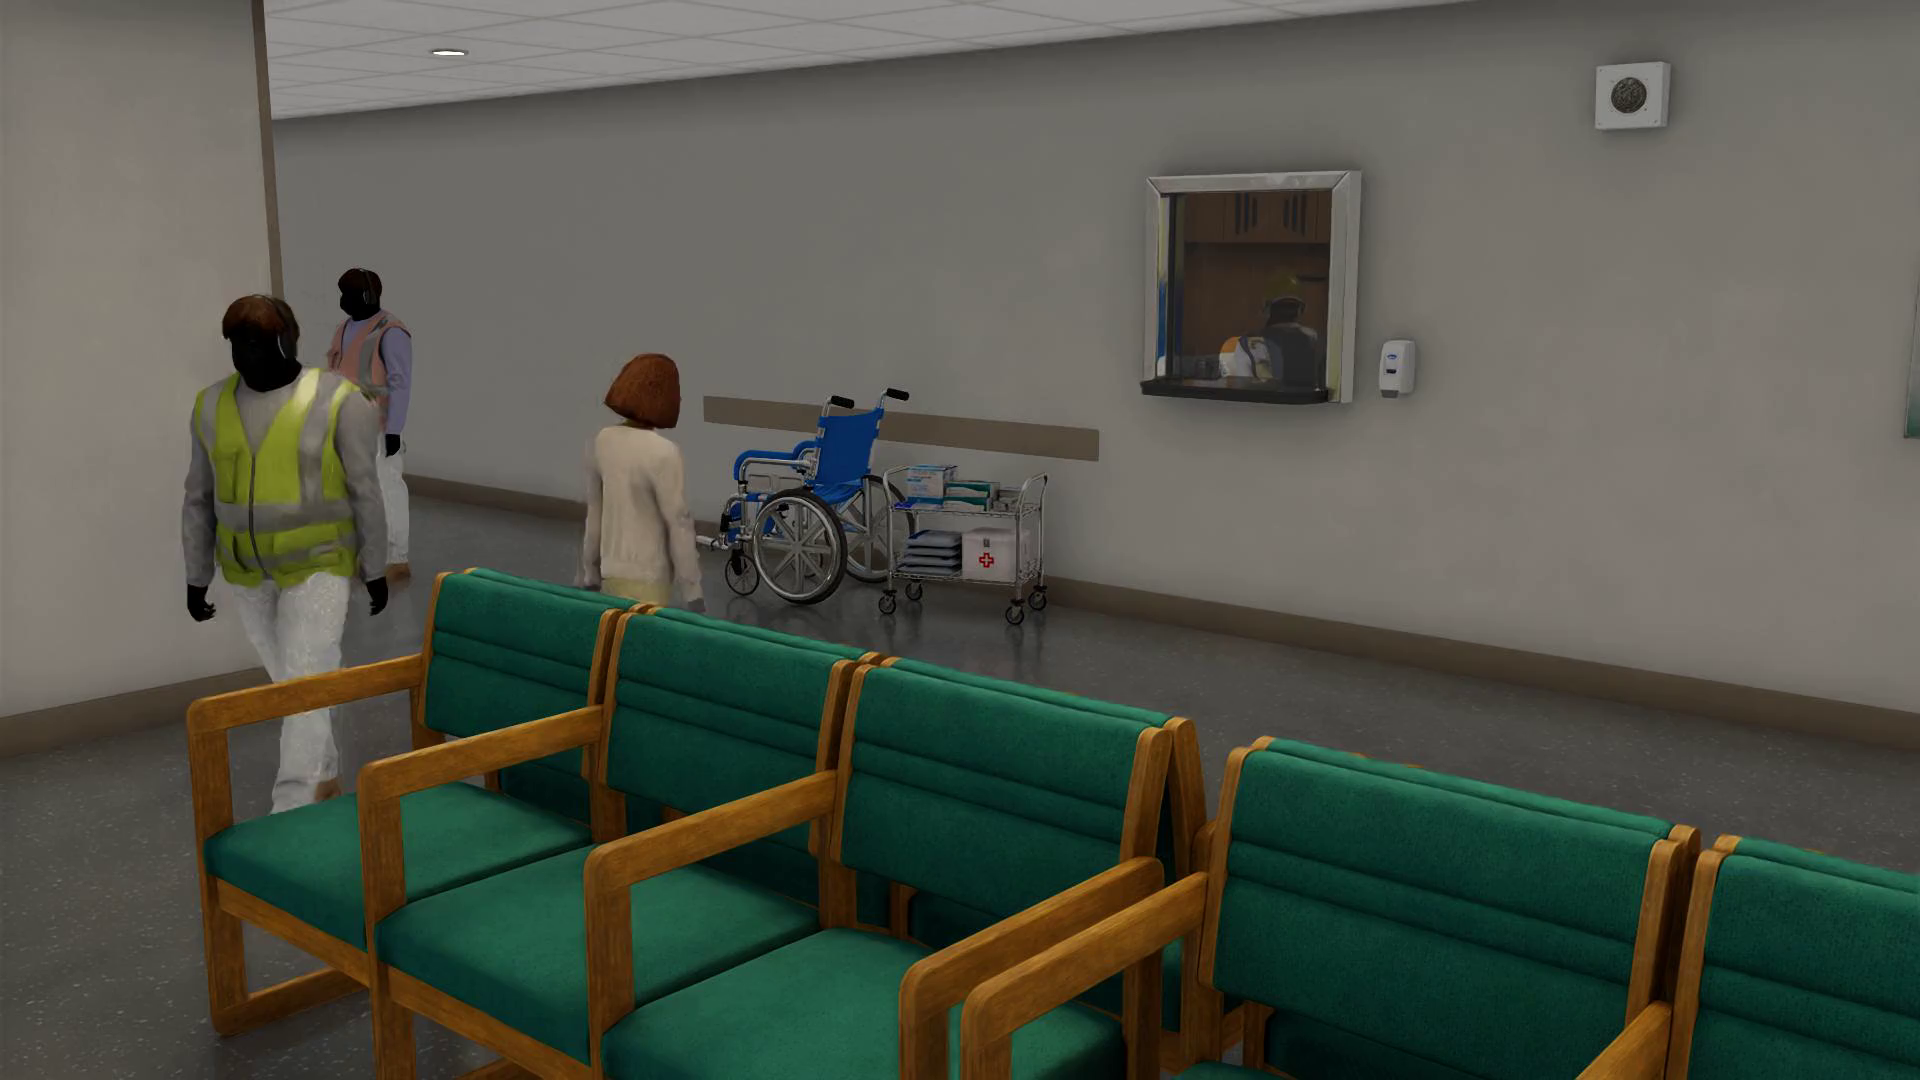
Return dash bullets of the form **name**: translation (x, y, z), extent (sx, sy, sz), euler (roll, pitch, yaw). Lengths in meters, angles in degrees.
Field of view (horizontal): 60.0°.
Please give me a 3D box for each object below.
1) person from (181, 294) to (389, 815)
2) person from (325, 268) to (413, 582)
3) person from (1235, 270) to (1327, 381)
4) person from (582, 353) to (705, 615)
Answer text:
- **person**: translation (-2.262, 0.118, 5.428), extent (0.638, 1.799, 0.914), euler (1, 10, 8)
- **person**: translation (-3.490, -0.671, 9.803), extent (0.626, 1.844, 0.429), euler (7, 12, 35)
- **person**: translation (1.774, -0.568, 9.233), extent (0.592, 1.834, 0.404), euler (-2, 10, -11)
- **person**: translation (-1.051, 0.133, 5.939), extent (0.837, 1.582, 0.510), euler (-9, 13, -42)
